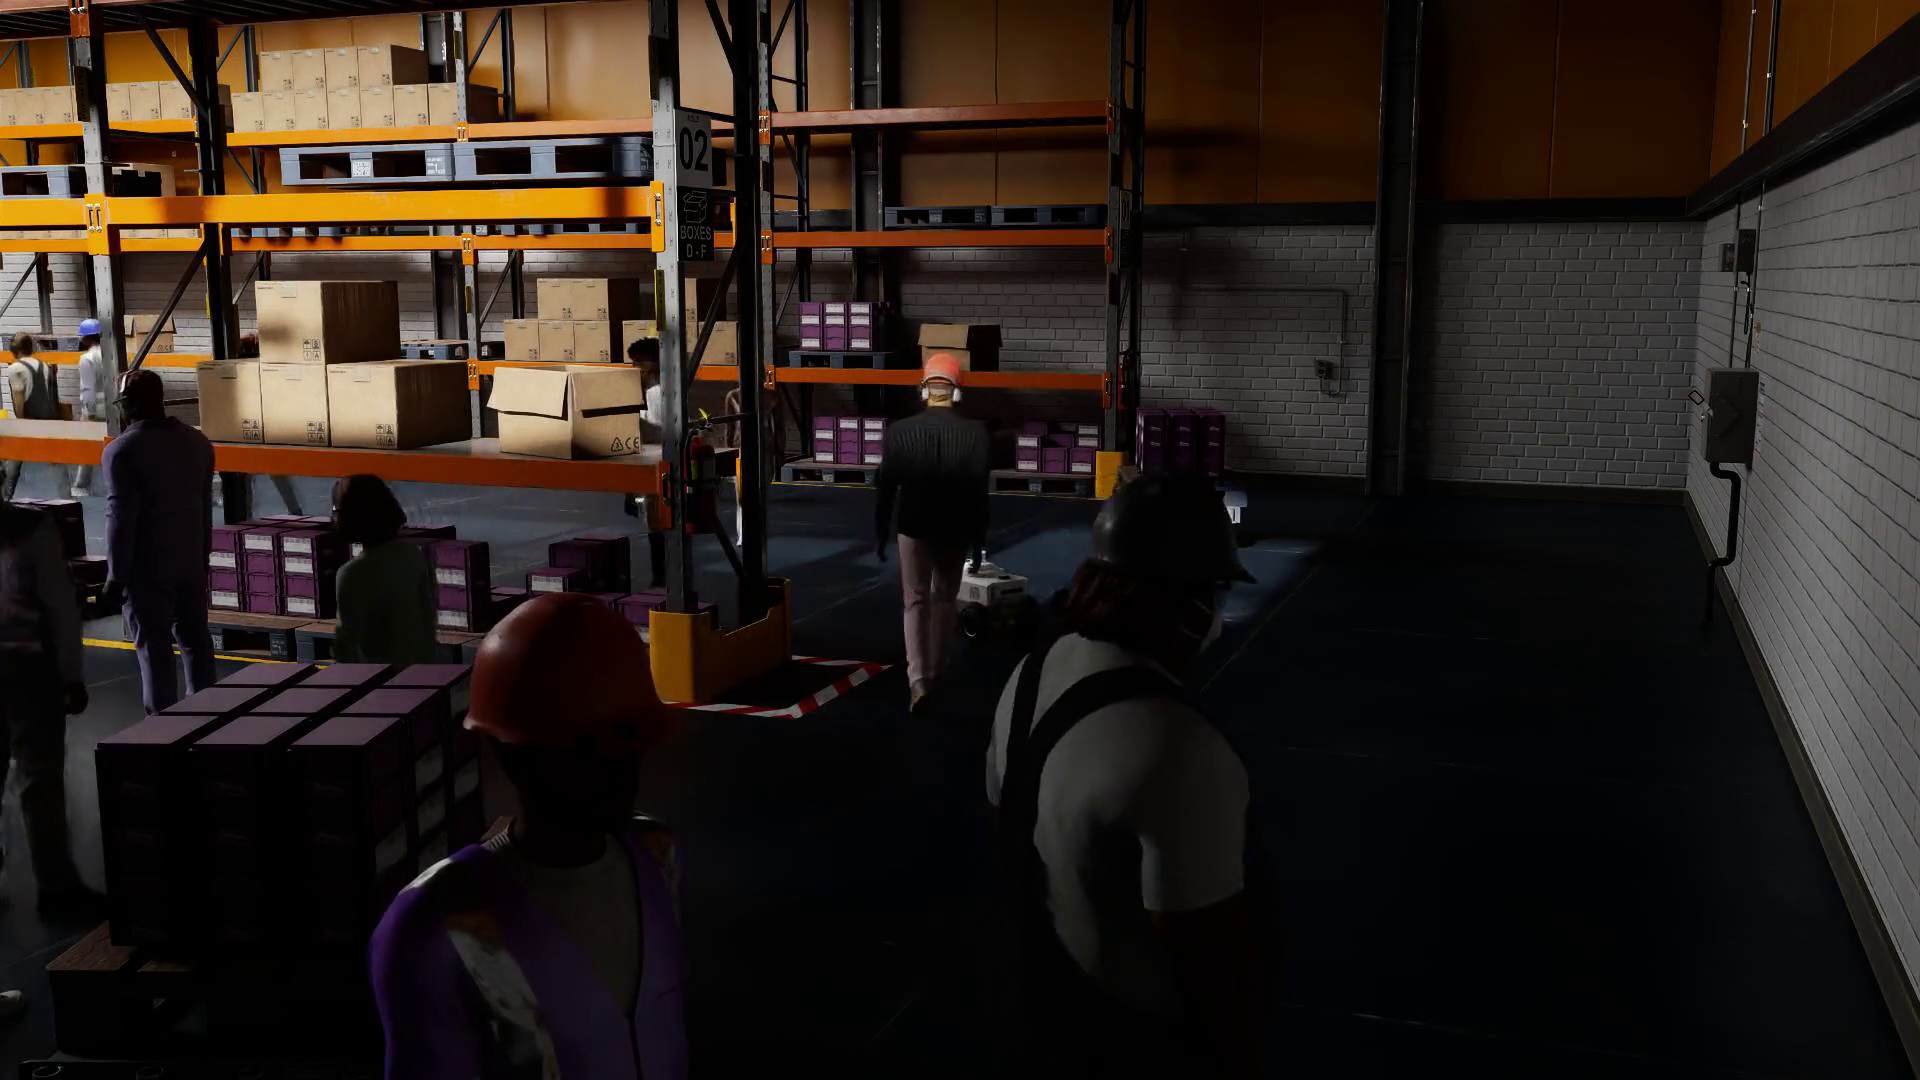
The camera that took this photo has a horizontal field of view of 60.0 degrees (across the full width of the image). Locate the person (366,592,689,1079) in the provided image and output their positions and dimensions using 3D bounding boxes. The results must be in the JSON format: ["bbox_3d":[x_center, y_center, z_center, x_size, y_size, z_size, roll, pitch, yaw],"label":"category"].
[{"bbox_3d":[-0.531,1.026,2.337,0.361,1.940,0.543,5,10,30],"label":"person"}]

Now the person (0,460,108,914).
[{"bbox_3d":[-3.470,0.504,6.140,0.710,1.785,0.406,1,9,8],"label":"person"}]

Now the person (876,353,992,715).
[{"bbox_3d":[-0.145,-0.046,9.080,0.644,1.945,1.022,0,9,1],"label":"person"}]

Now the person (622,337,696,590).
[{"bbox_3d":[-2.109,-0.399,11.276,0.782,1.934,0.627,5,10,27],"label":"person"}]

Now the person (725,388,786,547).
[{"bbox_3d":[-1.774,-0.741,14.429,0.537,1.609,0.736,-1,9,-6],"label":"person"}]

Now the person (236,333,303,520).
[{"bbox_3d":[-6.296,-0.945,15.011,0.587,1.857,0.910,1,9,8],"label":"person"}]

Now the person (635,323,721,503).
[{"bbox_3d":[-2.928,-1.314,17.151,0.802,1.899,0.589,0,9,2],"label":"person"}]

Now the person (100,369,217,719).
[{"bbox_3d":[-3.957,0.113,8.188,0.408,1.903,0.638,3,9,18],"label":"person"}]

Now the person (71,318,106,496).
[{"bbox_3d":[-9.078,-1.402,17.694,0.969,1.909,0.626,1,9,8],"label":"person"}]

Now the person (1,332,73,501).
[{"bbox_3d":[-9.419,-1.202,16.820,0.979,1.784,0.508,3,9,17],"label":"person"}]

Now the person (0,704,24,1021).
[{"bbox_3d":[-3.229,0.603,5.056,0.591,1.918,0.390,-1,9,-9],"label":"person"}]

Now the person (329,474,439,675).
[{"bbox_3d":[-2.175,0.555,6.250,0.542,1.614,0.547,2,9,11],"label":"person"}]

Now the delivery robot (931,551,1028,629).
[{"bbox_3d":[0.119,0.311,10.861,0.477,0.478,0.707,-7,11,-37],"label":"delivery robot"}]

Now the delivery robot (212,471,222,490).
[{"bbox_3d":[-7.744,-0.671,17.027,0.707,0.478,0.477,1,9,4],"label":"delivery robot"}]
